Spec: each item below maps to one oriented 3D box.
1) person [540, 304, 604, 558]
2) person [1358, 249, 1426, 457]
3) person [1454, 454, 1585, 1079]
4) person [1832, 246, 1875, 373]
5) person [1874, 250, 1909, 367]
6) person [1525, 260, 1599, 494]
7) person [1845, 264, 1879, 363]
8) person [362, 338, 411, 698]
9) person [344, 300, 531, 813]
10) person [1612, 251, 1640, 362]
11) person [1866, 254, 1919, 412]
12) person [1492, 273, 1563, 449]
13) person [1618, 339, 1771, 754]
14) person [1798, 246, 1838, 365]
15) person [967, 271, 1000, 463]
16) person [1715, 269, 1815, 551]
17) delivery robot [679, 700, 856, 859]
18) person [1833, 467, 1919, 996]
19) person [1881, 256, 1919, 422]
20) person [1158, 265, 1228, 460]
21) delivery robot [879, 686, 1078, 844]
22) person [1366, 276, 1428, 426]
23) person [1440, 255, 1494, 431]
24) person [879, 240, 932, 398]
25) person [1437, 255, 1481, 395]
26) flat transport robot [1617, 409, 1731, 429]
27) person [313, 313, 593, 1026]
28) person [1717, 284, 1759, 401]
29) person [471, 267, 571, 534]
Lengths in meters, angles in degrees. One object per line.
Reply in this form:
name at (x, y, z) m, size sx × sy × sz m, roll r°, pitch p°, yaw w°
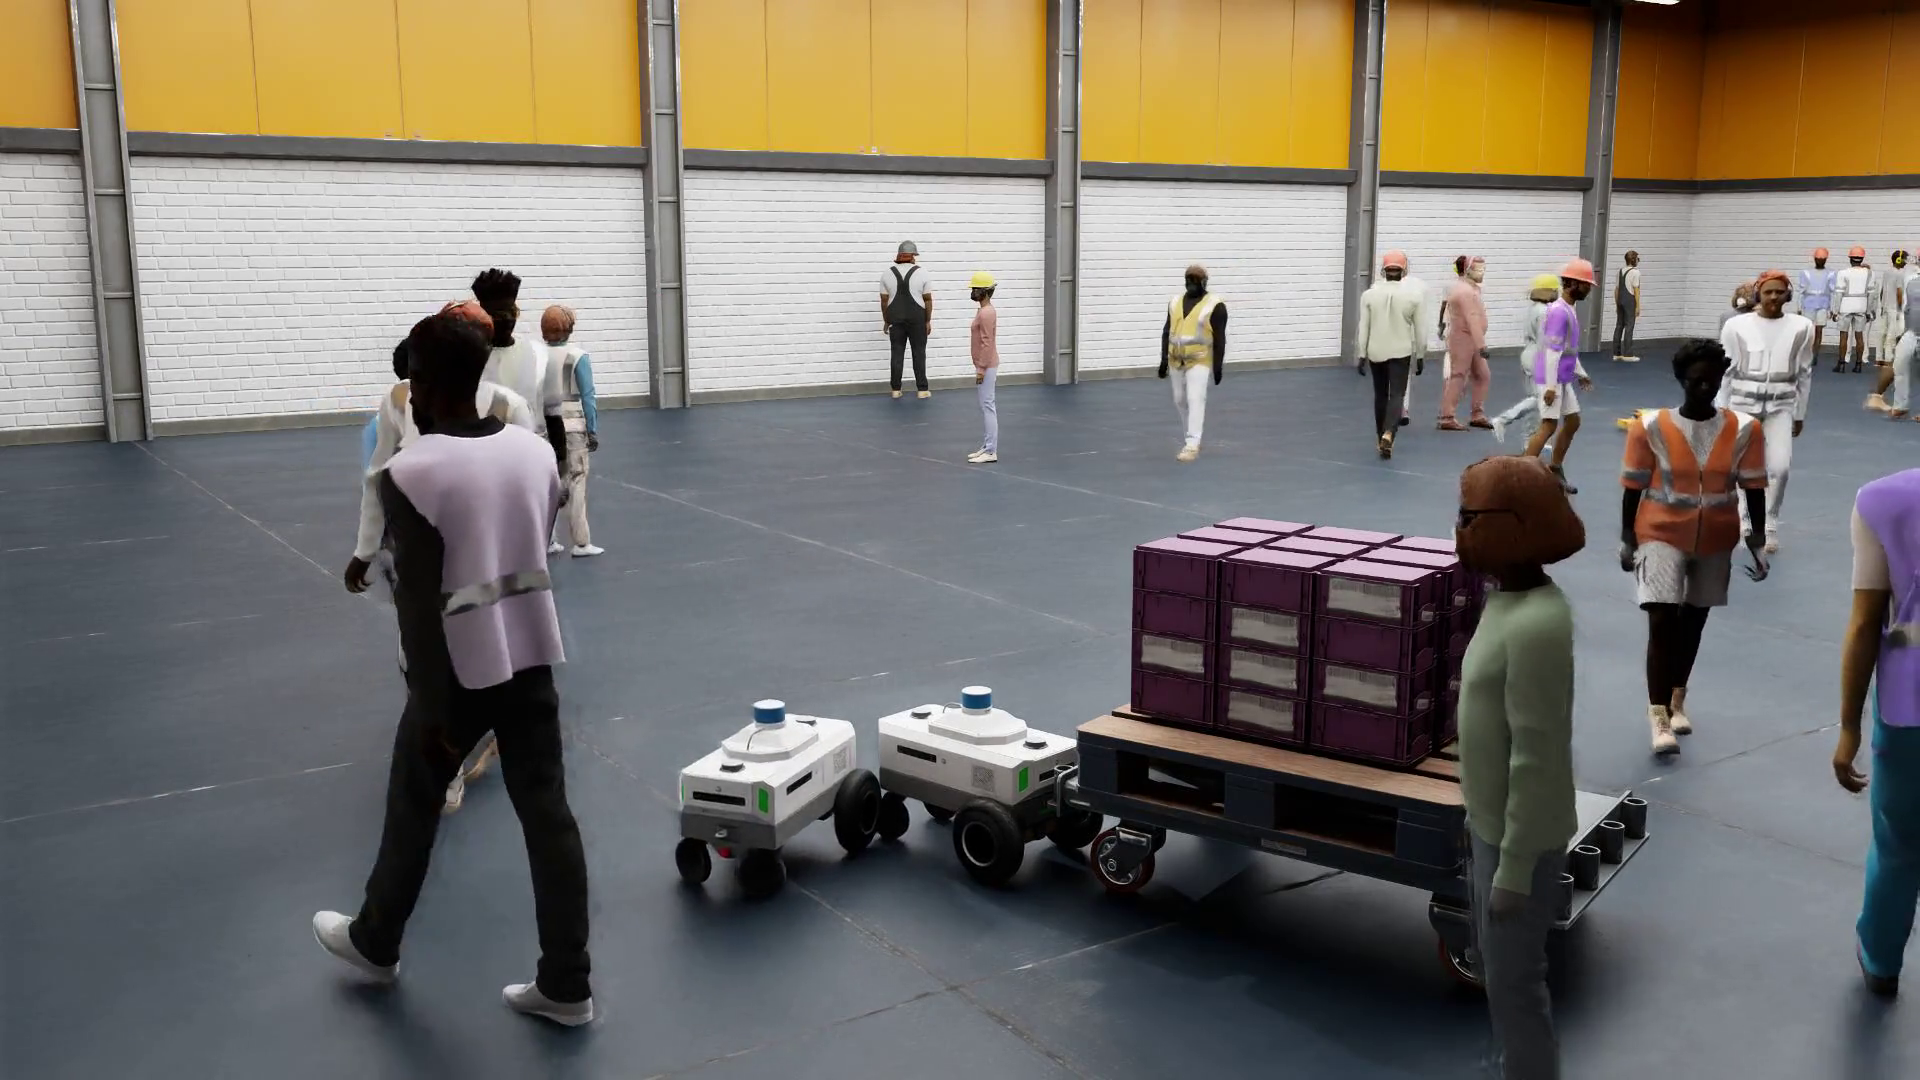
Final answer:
person at (-2.583, -0.698, 10.802) m, size 0.522 × 1.639 × 0.306 m, roll 4°, pitch 11°, yaw 22°
person at (4.112, -1.784, 15.880) m, size 0.627 × 1.966 × 0.928 m, roll 4°, pitch 11°, yaw 23°
person at (1.175, 0.630, 3.568) m, size 0.314 × 1.621 × 0.552 m, roll 2°, pitch 11°, yaw 12°
person at (13.676, -3.529, 25.505) m, size 0.552 × 1.935 × 0.373 m, roll 2°, pitch 10°, yaw 9°
person at (14.943, -3.702, 26.655) m, size 0.335 × 1.865 × 0.519 m, roll 0°, pitch 10°, yaw -1°
person at (4.836, -1.310, 13.474) m, size 0.561 × 1.888 × 0.584 m, roll 5°, pitch 12°, yaw 26°
person at (14.865, -3.737, 27.482) m, size 0.517 × 1.636 × 0.313 m, roll 4°, pitch 11°, yaw 19°
person at (-2.122, 0.009, 6.795) m, size 0.559 × 1.674 × 0.614 m, roll -9°, pitch 14°, yaw -42°
person at (-1.857, 0.054, 6.099) m, size 0.624 × 1.848 × 0.542 m, roll 2°, pitch 11°, yaw 12°
person at (11.169, -3.906, 27.819) m, size 0.345 × 1.847 × 0.506 m, roll -4°, pitch 11°, yaw -21°
person at (11.326, -2.471, 19.600) m, size 1.098 × 1.976 × 0.604 m, roll 3°, pitch 11°, yaw 17°
person at (5.528, -1.727, 16.188) m, size 0.581 × 1.729 × 0.496 m, roll 1°, pitch 10°, yaw 4°
person at (2.960, 0.034, 6.696) m, size 0.551 × 1.660 × 0.803 m, roll 1°, pitch 10°, yaw 8°
person at (13.942, -3.810, 27.075) m, size 0.544 × 1.926 × 0.510 m, roll 5°, pitch 11°, yaw 24°
person at (0.212, -1.596, 15.379) m, size 0.309 × 1.769 × 0.525 m, roll 0°, pitch 10°, yaw 1°
person at (5.281, -0.841, 10.957) m, size 0.592 × 1.860 × 0.609 m, roll 4°, pitch 11°, yaw 19°
delivery robot at (-0.622, 0.771, 5.466) m, size 0.477 × 0.478 × 0.707 m, roll 4°, pitch 11°, yaw 21°
person at (2.506, 0.442, 4.159) m, size 0.573 × 1.780 × 1.012 m, roll 5°, pitch 11°, yaw 26°
person at (10.715, -2.261, 18.604) m, size 0.752 × 1.912 × 0.664 m, roll -3°, pitch 11°, yaw -16°
person at (2.197, -1.682, 15.736) m, size 0.630 × 1.848 × 0.608 m, roll 9°, pitch 14°, yaw 41°
delivery robot at (0.055, 0.740, 5.636) m, size 0.707 × 0.478 × 0.477 m, roll 9°, pitch 14°, yaw 41°
person at (4.680, -2.133, 17.881) m, size 0.667 × 1.922 × 0.450 m, roll -1°, pitch 10°, yaw -5°
person at (5.509, -2.083, 17.749) m, size 0.737 × 1.875 × 0.652 m, roll 4°, pitch 11°, yaw 23°
person at (-0.674, -2.862, 21.560) m, size 0.680 × 2.000 × 0.536 m, roll 2°, pitch 11°, yaw 12°
person at (6.573, -2.822, 21.887) m, size 0.544 × 1.846 × 0.812 m, roll 4°, pitch 11°, yaw 19°
flat transport robot at (7.812, -1.263, 17.653) m, size 1.431 × 0.197 × 0.652 m, roll 1°, pitch 10°, yaw 6°
person at (-1.365, 0.340, 4.474) m, size 0.977 × 1.865 × 0.585 m, roll 7°, pitch 12°, yaw 32°
person at (7.868, -1.784, 16.837) m, size 0.526 × 1.590 × 0.830 m, roll 9°, pitch 14°, yaw 42°
person at (-2.232, -0.355, 8.110) m, size 0.609 × 1.940 × 0.836 m, roll -7°, pitch 13°, yaw -35°
